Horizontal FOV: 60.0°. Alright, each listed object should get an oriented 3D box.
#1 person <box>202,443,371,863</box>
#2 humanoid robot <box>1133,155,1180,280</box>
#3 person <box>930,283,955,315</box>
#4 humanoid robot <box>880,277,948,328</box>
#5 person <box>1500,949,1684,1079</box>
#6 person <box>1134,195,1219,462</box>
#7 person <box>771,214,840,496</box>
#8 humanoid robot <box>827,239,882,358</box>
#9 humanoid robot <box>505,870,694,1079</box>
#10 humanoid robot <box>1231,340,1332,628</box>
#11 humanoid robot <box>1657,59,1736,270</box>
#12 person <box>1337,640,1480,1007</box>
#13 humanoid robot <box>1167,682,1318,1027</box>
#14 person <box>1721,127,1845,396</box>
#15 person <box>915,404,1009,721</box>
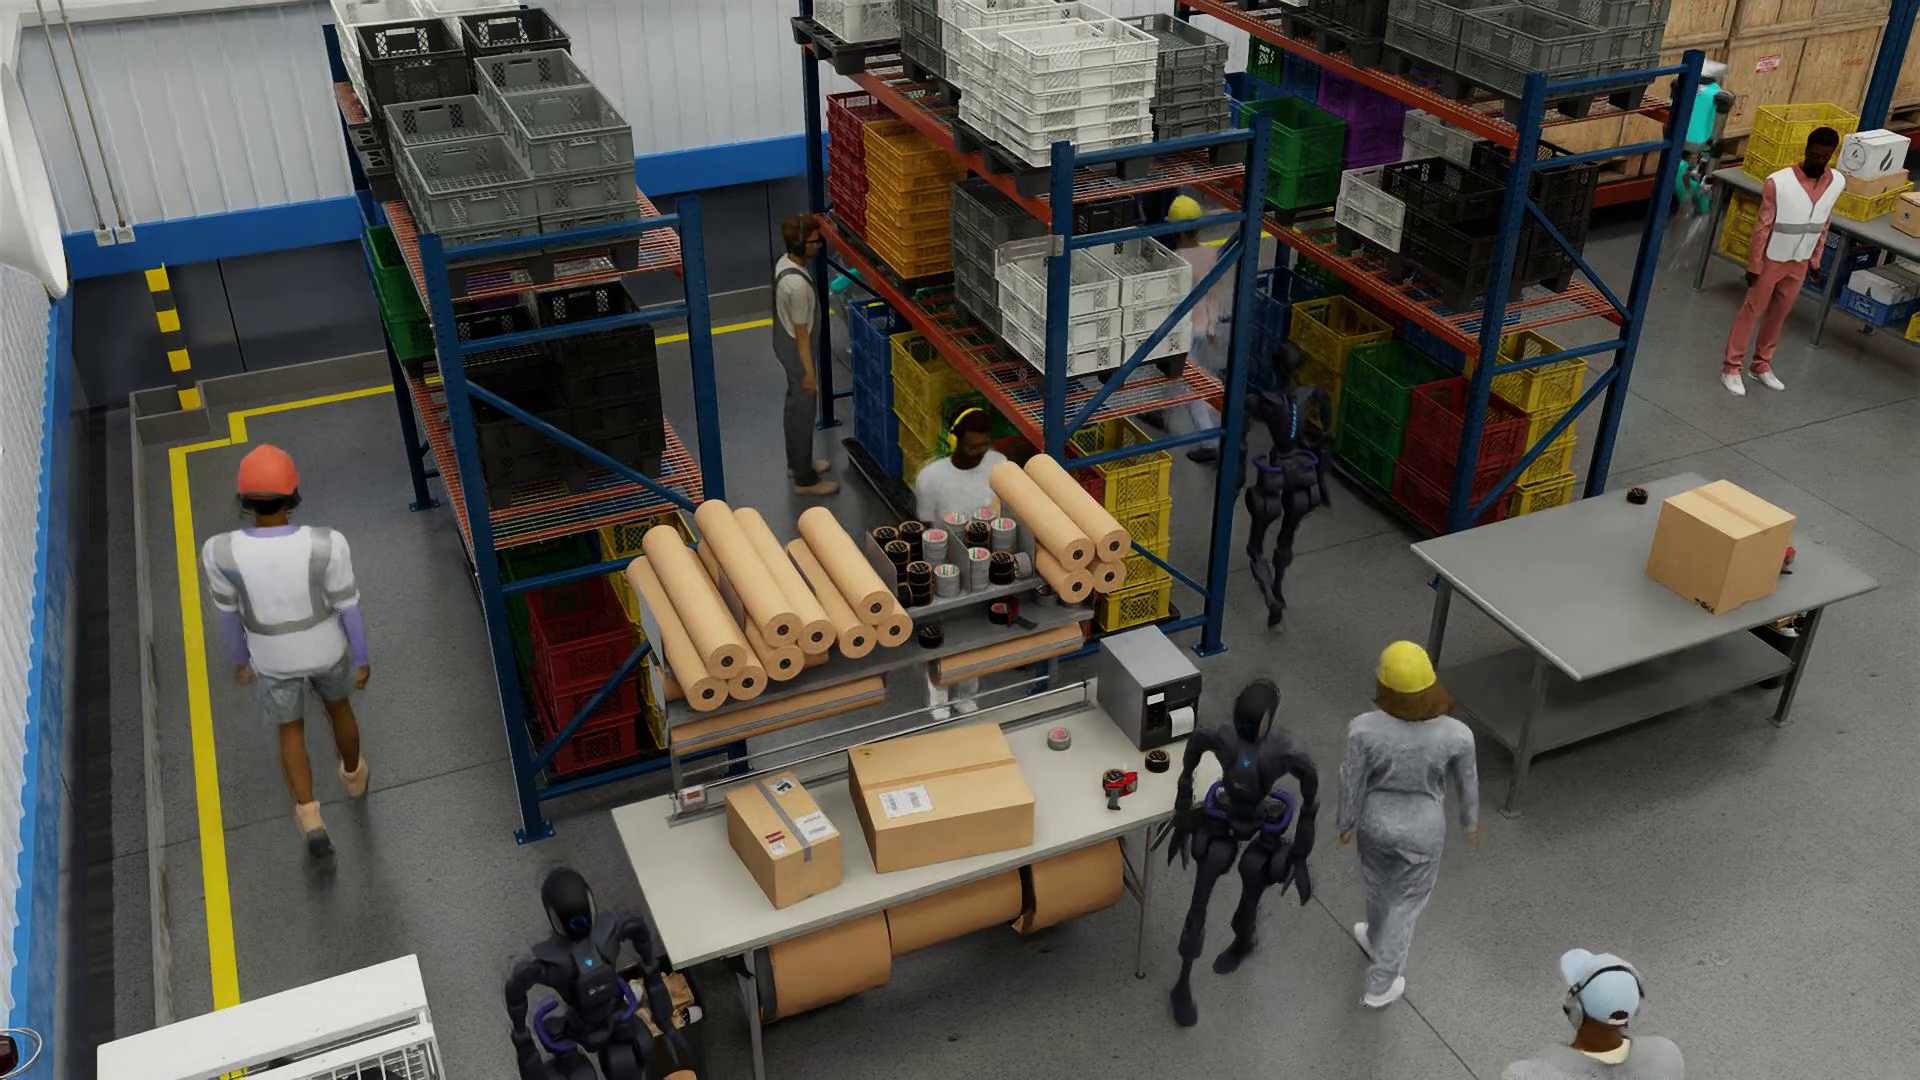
[{"bbox_3d":[-2.969,0.511,7.478,0.611,2.015,0.819,-10,33,-16],"label":"person"},{"bbox_3d":[1.346,-2.131,12.148,0.781,1.639,0.600,-16,35,-24],"label":"humanoid robot"},{"bbox_3d":[-0.016,-1.969,11.683,0.629,1.837,0.432,26,40,35],"label":"person"},{"bbox_3d":[-0.324,-1.905,11.722,0.802,1.830,0.538,-24,39,-33],"label":"humanoid robot"},{"bbox_3d":[1.870,2.016,5.209,0.600,1.843,0.528,-8,32,-12],"label":"person"},{"bbox_3d":[1.474,-1.378,10.821,0.522,1.717,0.879,-25,40,-35],"label":"person"},{"bbox_3d":[-0.978,-1.138,10.327,0.341,1.839,0.506,-9,33,-14],"label":"person"},{"bbox_3d":[-0.735,-2.158,12.016,0.674,1.747,0.549,8,32,12],"label":"humanoid robot"},{"bbox_3d":[-1.281,1.738,5.813,0.599,1.642,0.467,-21,37,-30],"label":"humanoid robot"},{"bbox_3d":[1.795,-0.280,9.085,0.600,1.633,0.555,-6,32,-10],"label":"humanoid robot"},{"bbox_3d":[6.042,-3.025,13.534,0.735,1.823,0.547,-19,37,-28],"label":"humanoid robot"},{"bbox_3d":[1.801,1.148,6.716,0.580,1.712,0.518,8,33,13],"label":"person"},{"bbox_3d":[1.116,1.231,6.661,0.609,1.635,0.677,12,34,18],"label":"humanoid robot"},{"bbox_3d":[5.724,-1.942,11.557,0.587,1.915,0.397,-7,32,-11],"label":"person"},{"bbox_3d":[0.051,0.170,8.196,0.503,1.848,0.396,-15,35,-23],"label":"person"}]
